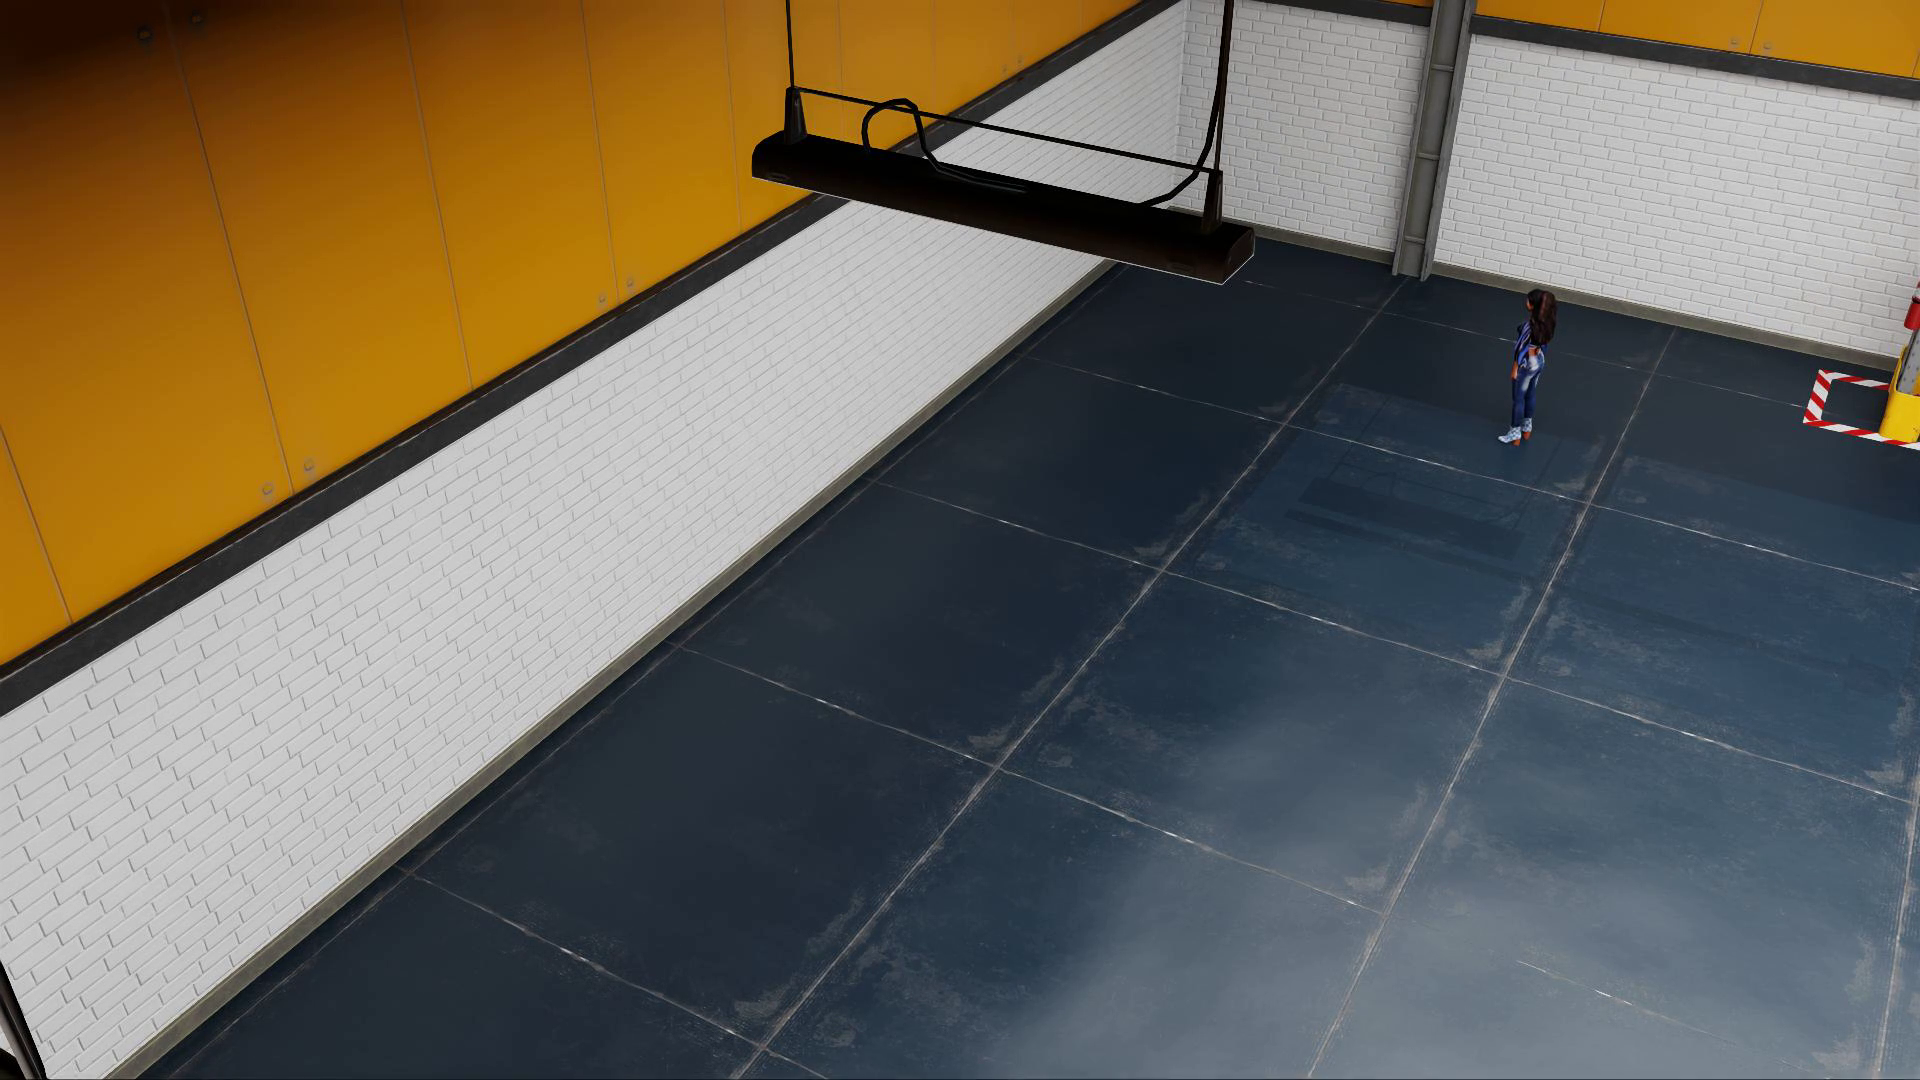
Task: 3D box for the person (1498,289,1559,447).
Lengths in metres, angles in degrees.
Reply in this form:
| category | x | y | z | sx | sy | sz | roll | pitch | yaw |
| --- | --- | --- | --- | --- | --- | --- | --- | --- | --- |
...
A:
| category | x | y | z | sx | sy | sz | roll | pitch | yaw |
| --- | --- | --- | --- | --- | --- | --- | --- | --- | --- |
| person | 5.503 | -1.685 | 16.091 | 0.666 | 1.619 | 0.639 | -28 | 43 | -35 |
